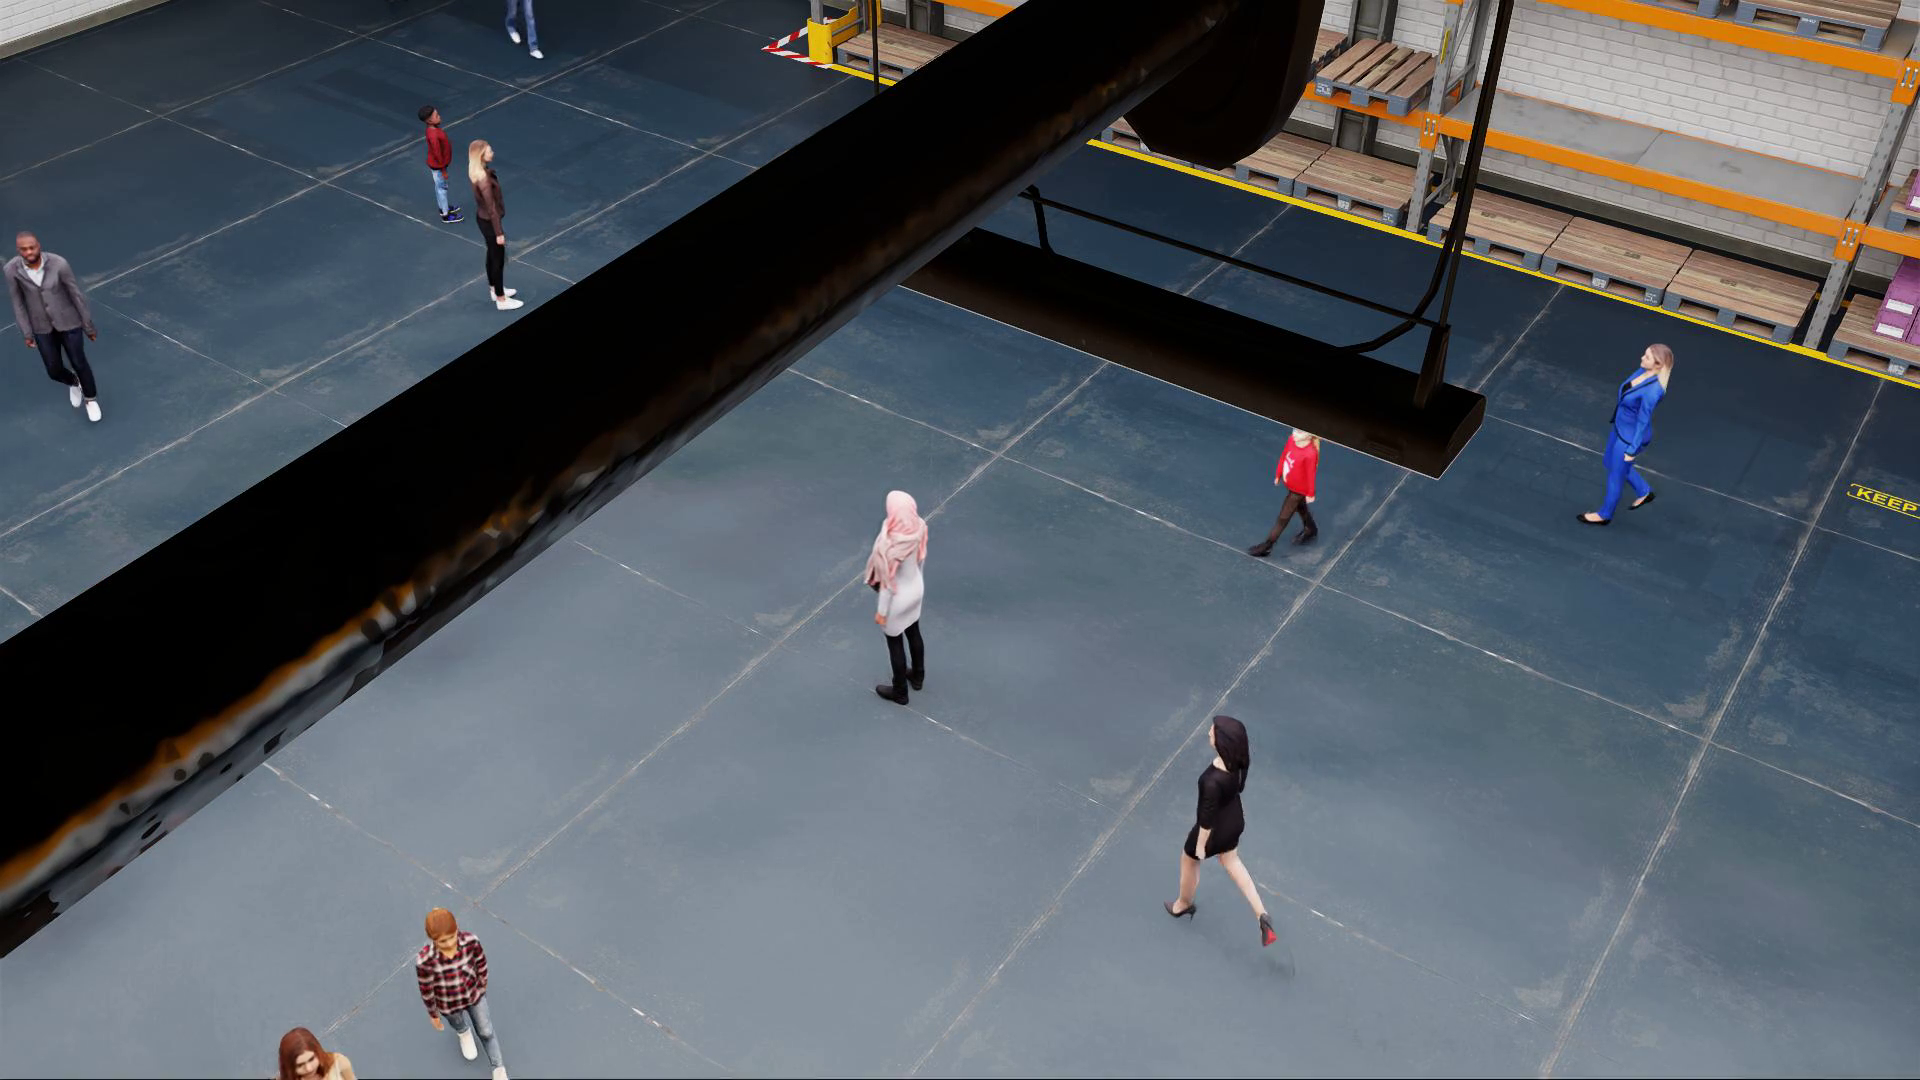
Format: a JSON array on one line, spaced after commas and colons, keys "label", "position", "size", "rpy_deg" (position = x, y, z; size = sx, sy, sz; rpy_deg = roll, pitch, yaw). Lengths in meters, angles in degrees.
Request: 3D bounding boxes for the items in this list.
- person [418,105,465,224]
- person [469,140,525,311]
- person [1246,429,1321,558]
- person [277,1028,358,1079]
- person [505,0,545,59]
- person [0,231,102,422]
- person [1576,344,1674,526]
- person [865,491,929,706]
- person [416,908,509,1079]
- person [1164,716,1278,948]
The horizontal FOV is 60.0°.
[{"label": "person", "position": [-5.450, -3.931, 17.350], "size": [0.637, 1.255, 0.560], "rpy_deg": [-12, 40, -15]}, {"label": "person", "position": [-4.476, -3.013, 15.842], "size": [0.740, 1.703, 0.617], "rpy_deg": [-16, 41, -19]}, {"label": "person", "position": [2.675, -0.434, 12.975], "size": [0.872, 1.250, 0.917], "rpy_deg": [-14, 41, -17]}, {"label": "person", "position": [-3.186, 2.956, 8.366], "size": [0.659, 1.704, 0.759], "rpy_deg": [-27, 46, -30]}, {"label": "person", "position": [-5.569, -6.942, 20.750], "size": [0.882, 1.717, 1.207], "rpy_deg": [-22, 44, -25]}, {"label": "person", "position": [-7.787, -1.883, 14.343], "size": [0.885, 1.806, 0.923], "rpy_deg": [-12, 40, -15]}, {"label": "person", "position": [5.367, -0.809, 13.090], "size": [0.918, 1.692, 0.808], "rpy_deg": [7, 39, 9]}, {"label": "person", "position": [-0.403, 0.392, 11.496], "size": [0.603, 1.804, 0.636], "rpy_deg": [27, 46, 30]}, {"label": "person", "position": [-2.831, 2.489, 9.291], "size": [0.765, 1.279, 0.916], "rpy_deg": [-18, 42, -21]}, {"label": "person", "position": [1.585, 1.751, 9.811], "size": [1.046, 1.783, 0.717], "rpy_deg": [31, 48, 33]}]
